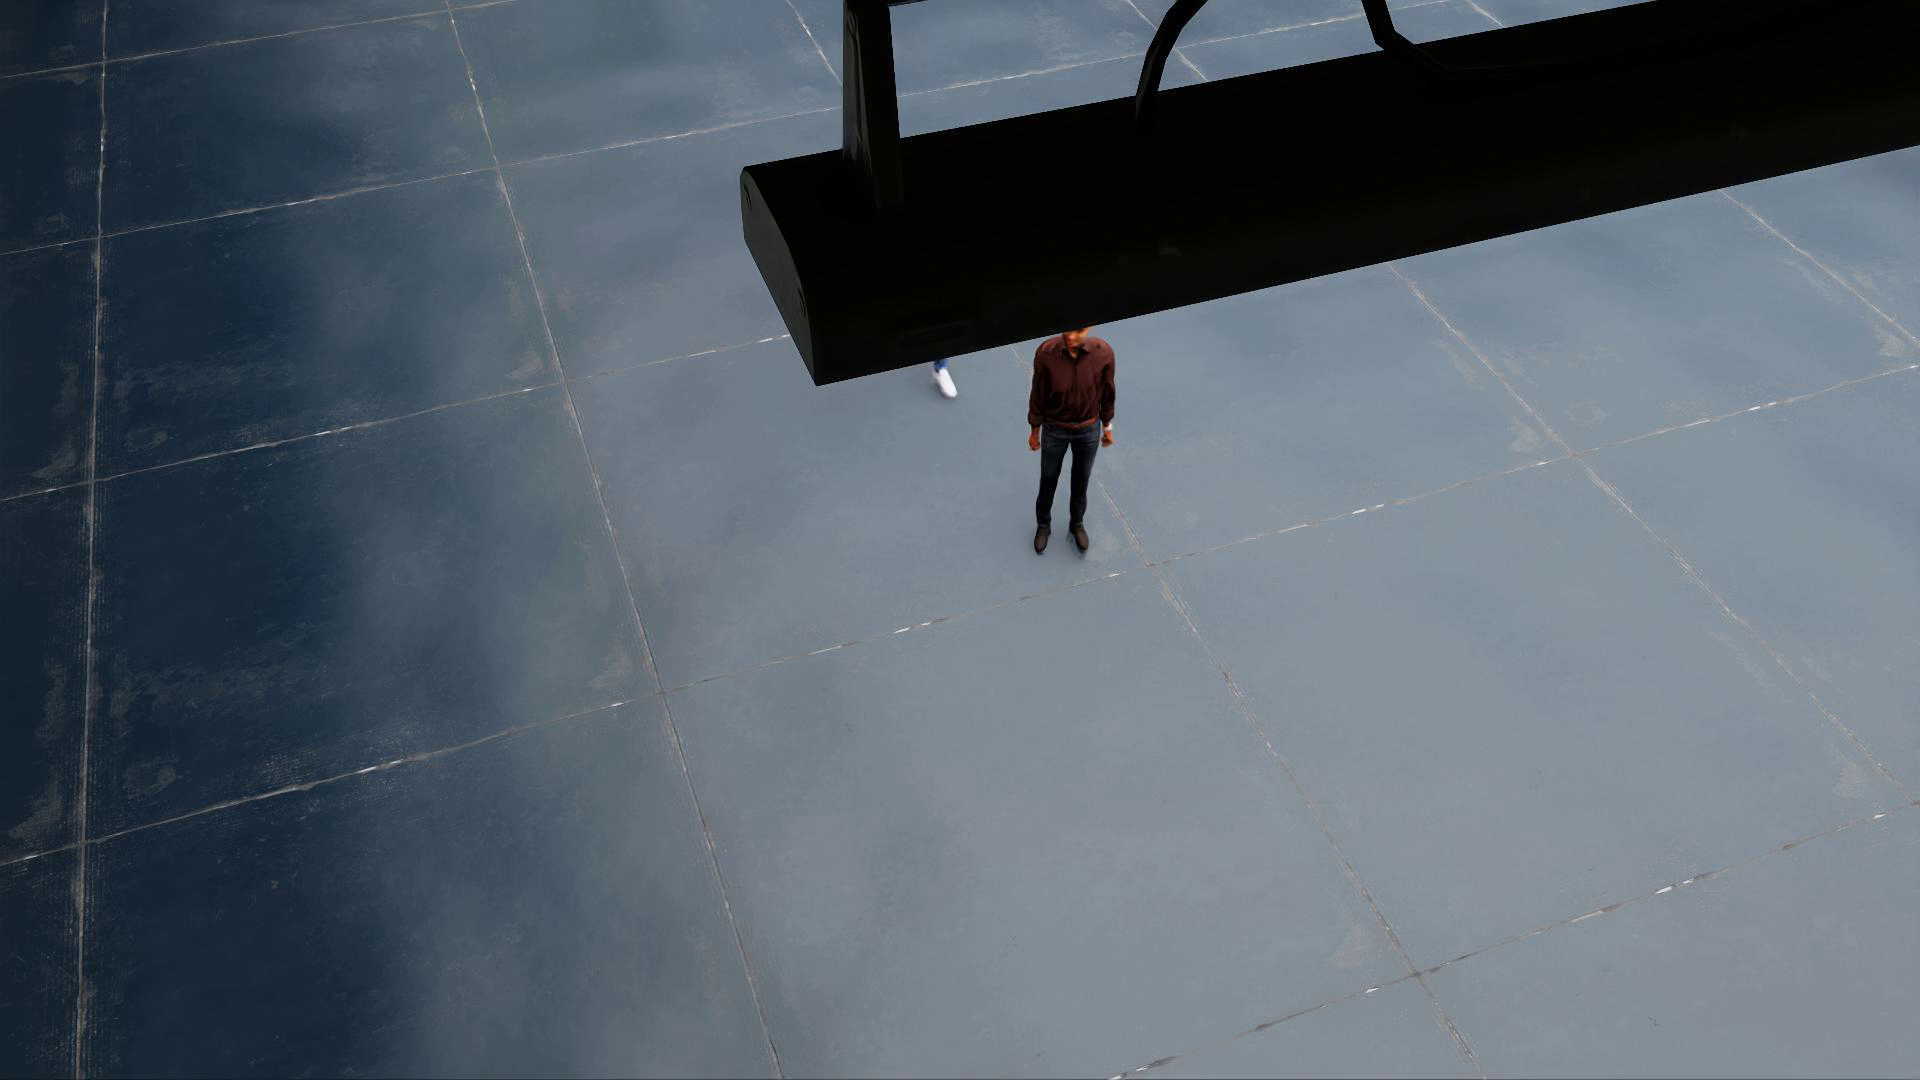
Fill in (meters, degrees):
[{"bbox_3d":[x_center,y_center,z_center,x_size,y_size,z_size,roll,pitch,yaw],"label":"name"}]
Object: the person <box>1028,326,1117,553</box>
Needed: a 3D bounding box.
[{"bbox_3d":[0.635,-0.666,9.562,0.704,1.778,0.618,-2,43,-3],"label":"person"}]
